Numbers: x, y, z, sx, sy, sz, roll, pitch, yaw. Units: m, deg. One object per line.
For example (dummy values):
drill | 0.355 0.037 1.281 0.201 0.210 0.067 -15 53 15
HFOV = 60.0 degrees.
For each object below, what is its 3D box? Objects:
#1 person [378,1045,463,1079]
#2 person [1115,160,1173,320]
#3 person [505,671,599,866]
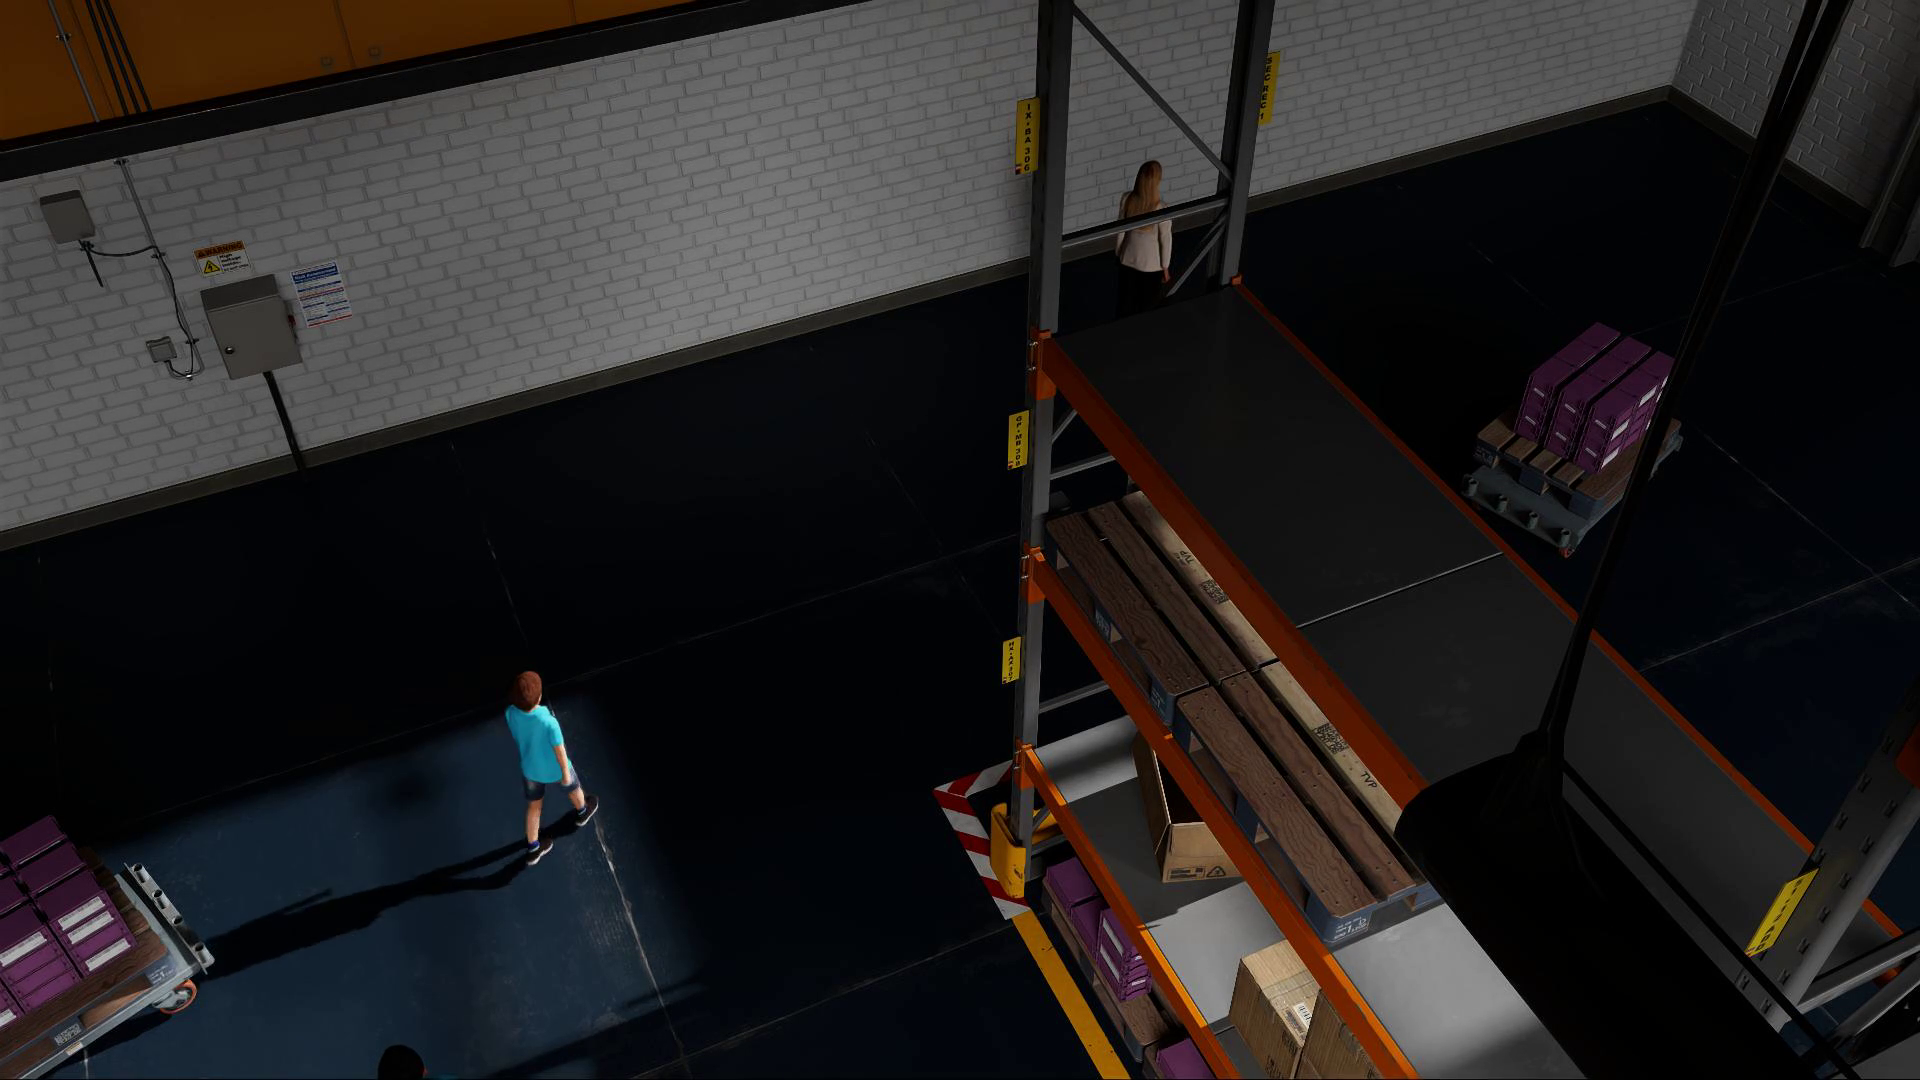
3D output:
person | -2.457 2.912 7.862 0.630 1.774 0.516 -21 47 -21
person | 1.430 -2.159 13.123 0.655 1.857 0.761 22 48 22
person | -2.489 1.345 9.752 0.846 1.435 0.929 12 45 13
